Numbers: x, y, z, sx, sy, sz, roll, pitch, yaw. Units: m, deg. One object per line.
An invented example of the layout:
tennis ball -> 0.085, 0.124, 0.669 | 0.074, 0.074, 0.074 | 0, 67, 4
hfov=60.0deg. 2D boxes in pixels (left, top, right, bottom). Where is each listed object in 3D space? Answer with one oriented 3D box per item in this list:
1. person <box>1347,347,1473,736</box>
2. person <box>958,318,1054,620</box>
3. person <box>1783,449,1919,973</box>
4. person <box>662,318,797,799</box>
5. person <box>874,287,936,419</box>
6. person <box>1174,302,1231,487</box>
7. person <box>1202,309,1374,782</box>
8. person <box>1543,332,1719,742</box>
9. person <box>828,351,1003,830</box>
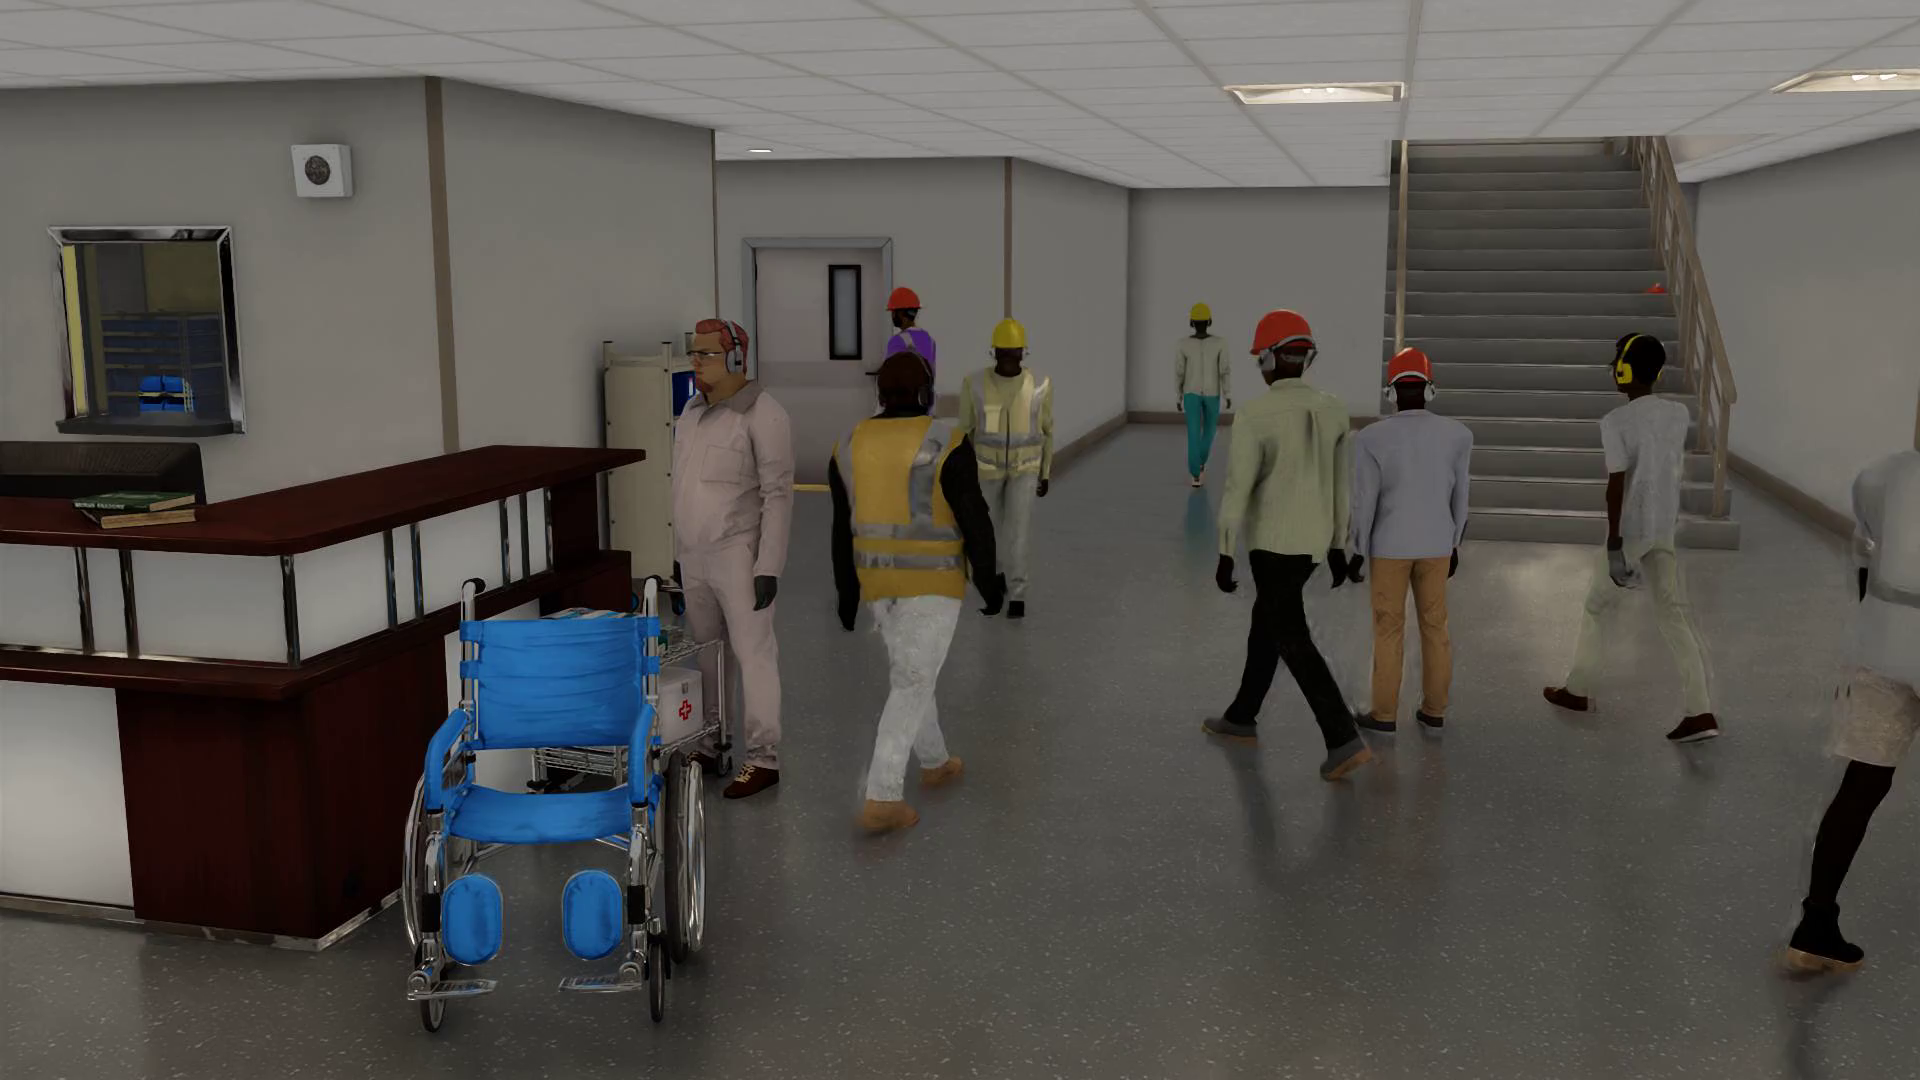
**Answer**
person -> 2.010, 0.010, 7.510 | 0.563, 1.747, 0.339 | -2, 10, -10
person -> 0.277, -0.470, 10.242 | 0.595, 1.799, 0.926 | 0, 10, 2
person -> 2.924, 0.357, 4.981 | 1.003, 1.921, 0.604 | -6, 11, -32
person -> -0.954, 0.071, 6.682 | 0.636, 1.911, 0.406 | 9, 13, 42
person -> -0.510, -1.049, 13.279 | 0.878, 1.900, 0.566 | 5, 11, 27
person -> 2.299, -1.409, 15.897 | 0.521, 1.737, 0.823 | 0, 10, -1
person -> 1.403, 0.013, 6.978 | 0.626, 1.945, 1.034 | -7, 12, -35
person -> 3.102, -0.022, 7.518 | 0.529, 1.824, 1.006 | -3, 10, -16
person -> -0.201, 0.179, 6.426 | 0.631, 1.800, 0.917 | 7, 12, 34
